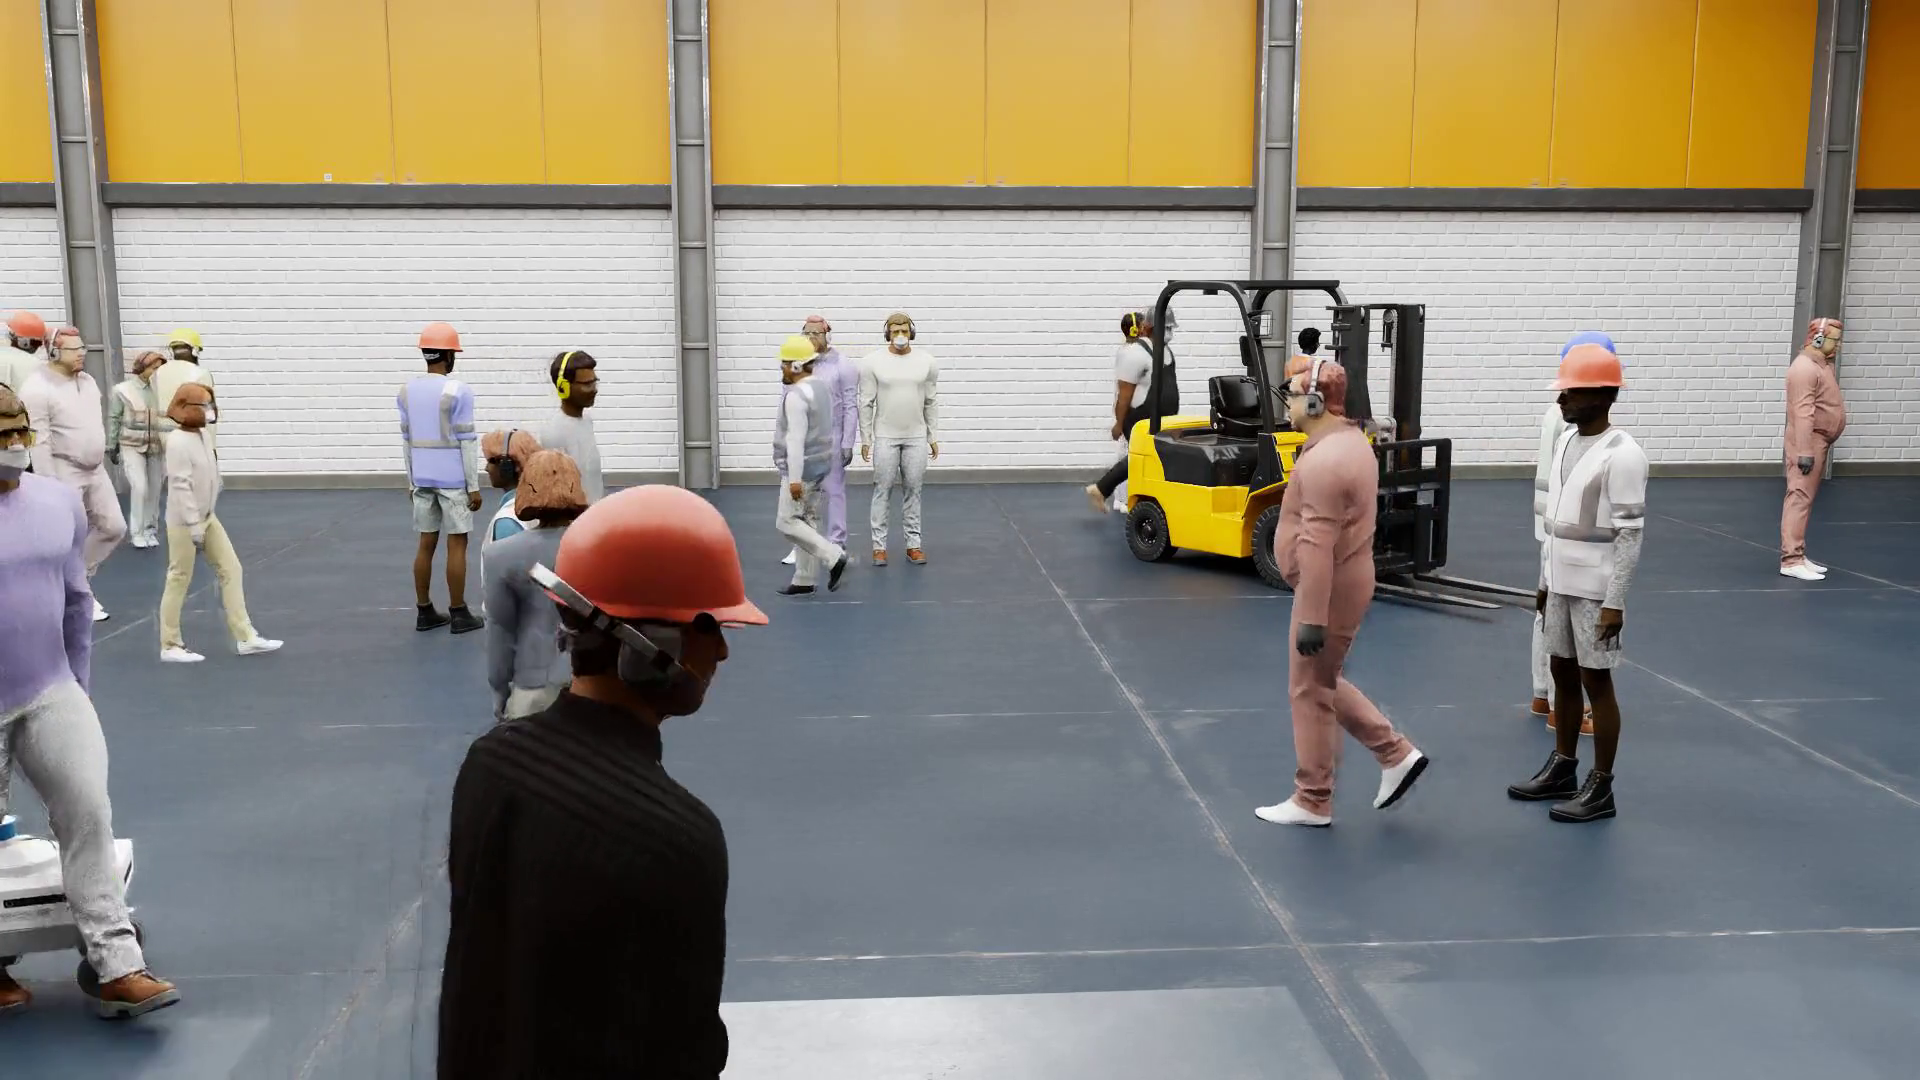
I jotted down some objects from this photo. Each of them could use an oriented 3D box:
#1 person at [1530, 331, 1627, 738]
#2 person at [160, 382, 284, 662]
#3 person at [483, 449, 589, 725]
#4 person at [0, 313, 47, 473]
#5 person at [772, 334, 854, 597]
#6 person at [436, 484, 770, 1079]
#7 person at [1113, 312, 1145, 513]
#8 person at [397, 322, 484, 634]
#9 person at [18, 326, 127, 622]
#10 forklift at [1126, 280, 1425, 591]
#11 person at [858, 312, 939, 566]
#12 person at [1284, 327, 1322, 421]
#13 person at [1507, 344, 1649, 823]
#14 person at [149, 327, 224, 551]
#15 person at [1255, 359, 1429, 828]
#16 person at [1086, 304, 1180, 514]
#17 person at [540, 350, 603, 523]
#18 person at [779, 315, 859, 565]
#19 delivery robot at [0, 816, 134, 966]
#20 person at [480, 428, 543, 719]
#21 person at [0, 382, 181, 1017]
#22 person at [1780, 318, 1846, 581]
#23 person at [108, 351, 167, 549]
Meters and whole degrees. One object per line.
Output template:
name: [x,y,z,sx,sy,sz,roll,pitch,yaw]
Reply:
person: [2.977,-0.033,8.057,0.385,1.948,0.605,1,9,6]
person: [-4.265,-0.090,9.490,0.750,1.603,0.523,0,9,-1]
person: [-1.372,0.501,5.722,0.493,1.625,0.279,-3,10,-19]
person: [-7.316,-0.801,12.971,0.607,1.923,0.916,-2,9,-11]
person: [-1.002,-0.481,11.289,0.548,1.823,0.594,3,9,17]
person: [-0.589,0.900,2.250,0.920,1.947,0.651,-8,12,-41]
person: [1.611,-1.186,15.532,0.328,1.875,0.513,-2,9,-9]
person: [-3.199,-0.381,10.322,0.541,1.930,0.388,4,10,24]
person: [-5.627,-0.411,10.586,0.431,1.892,0.677,2,9,9]
forklift: [2.301,-0.860,12.475,1.214,2.155,2.313,-6,11,-35]
person: [-0.464,-0.770,12.715,0.635,1.937,0.352,-3,9,-15]
person: [3.486,-1.301,16.829,0.318,1.691,0.534,-5,11,-30]
person: [2.521,0.175,6.779,0.356,1.937,0.552,-2,9,-13]
person: [-6.163,-0.796,13.296,0.621,1.800,0.421,3,9,17]
person: [1.516,0.229,6.588,0.558,1.890,0.659,4,10,22]
person: [1.516,-1.124,14.619,0.946,2.000,0.705,5,10,30]
person: [-1.938,-0.019,8.259,0.710,1.852,0.528,1,9,6]
person: [-1.096,-0.749,12.670,0.644,1.913,0.408,3,10,21]
delivery robot: [-2.925,1.088,5.085,0.707,0.478,0.477,-3,10,-19]
person: [-1.665,0.388,6.375,0.309,1.639,0.522,0,9,-1]
person: [-2.687,0.501,4.809,0.910,1.905,0.652,5,10,30]
person: [6.253,-0.671,12.200,0.407,1.906,0.638,5,11,31]
person: [-6.569,-0.724,13.443,0.531,1.605,0.560,-8,12,-42]
